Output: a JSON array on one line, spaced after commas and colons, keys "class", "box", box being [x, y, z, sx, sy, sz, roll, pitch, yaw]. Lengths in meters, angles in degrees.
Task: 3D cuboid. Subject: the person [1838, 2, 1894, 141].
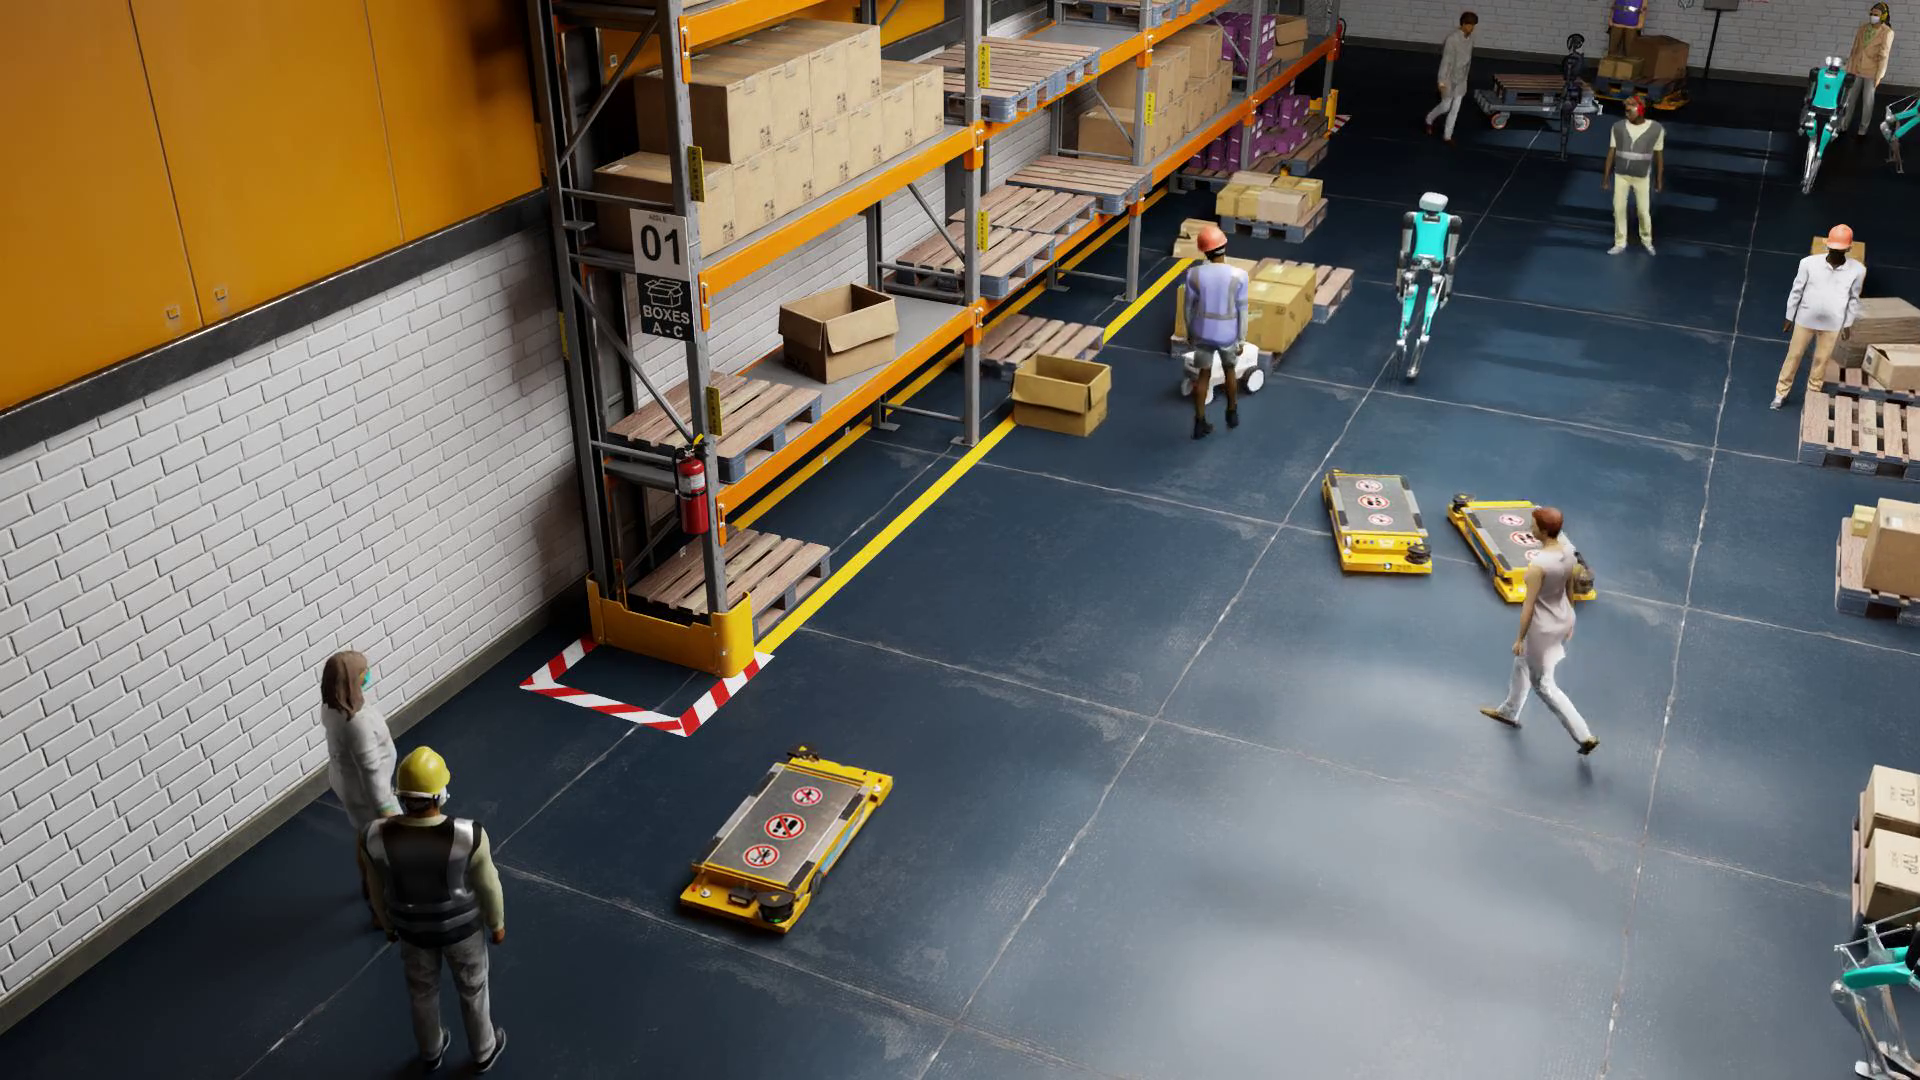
[{"class": "person", "box": [12.604, -6.512, 23.126, 0.391, 1.869, 0.554, -15, 32, -26]}]

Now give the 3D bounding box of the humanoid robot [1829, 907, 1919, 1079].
[{"class": "humanoid robot", "box": [4.477, 1.805, 7.762, 0.542, 1.728, 0.695, -19, 33, -31]}]

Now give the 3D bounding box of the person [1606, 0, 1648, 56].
[{"class": "person", "box": [10.338, -7.995, 25.802, 0.533, 1.932, 0.409, 19, 34, 31]}]

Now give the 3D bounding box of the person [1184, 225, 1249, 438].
[{"class": "person", "box": [2.238, -1.828, 14.402, 0.583, 1.890, 0.680, 10, 30, 17]}]

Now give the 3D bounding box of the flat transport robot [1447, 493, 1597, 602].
[{"class": "flat transport robot", "box": [4.252, 0.046, 12.642, 0.659, 0.231, 1.431, -1, 28, -3]}]

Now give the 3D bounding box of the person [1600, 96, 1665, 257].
[{"class": "person", "box": [7.596, -4.088, 18.696, 0.681, 1.801, 0.456, 18, 33, 30]}]

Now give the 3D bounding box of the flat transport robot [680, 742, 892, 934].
[{"class": "flat transport robot", "box": [-0.975, 1.689, 9.597, 0.659, 0.231, 1.431, 11, 30, 19]}]

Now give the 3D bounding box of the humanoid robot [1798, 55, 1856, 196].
[{"class": "humanoid robot", "box": [10.830, -5.212, 20.854, 0.543, 1.770, 0.878, 21, 35, 34]}]

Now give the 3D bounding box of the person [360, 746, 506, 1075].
[{"class": "person", "box": [-2.433, 1.772, 7.816, 0.599, 1.818, 0.403, -2, 28, -3]}]

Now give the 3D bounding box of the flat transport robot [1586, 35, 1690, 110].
[{"class": "flat transport robot", "box": [10.282, -6.788, 25.314, 1.431, 0.231, 0.659, 22, 35, 35]}]

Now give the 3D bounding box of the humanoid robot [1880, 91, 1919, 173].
[{"class": "humanoid robot", "box": [12.441, -5.681, 21.738, 0.840, 1.772, 0.538, 12, 30, 21]}]

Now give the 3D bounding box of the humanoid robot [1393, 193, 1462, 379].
[{"class": "humanoid robot", "box": [4.249, -2.249, 15.380, 0.538, 1.805, 0.791, 12, 30, 20]}]

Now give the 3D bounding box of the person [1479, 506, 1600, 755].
[{"class": "person", "box": [3.661, 0.582, 10.238, 0.442, 1.619, 0.766, -24, 37, -37]}]

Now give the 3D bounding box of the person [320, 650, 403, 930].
[{"class": "person", "box": [-3.143, 1.313, 8.832, 0.342, 1.657, 0.504, -20, 34, -32]}]

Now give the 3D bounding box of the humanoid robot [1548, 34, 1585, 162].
[{"class": "humanoid robot", "box": [8.096, -5.898, 22.166, 0.315, 1.657, 0.599, 14, 31, 24]}]

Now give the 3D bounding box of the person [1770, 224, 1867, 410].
[{"class": "person", "box": [7.649, -1.960, 14.797, 0.569, 1.749, 0.341, 12, 30, 21]}]

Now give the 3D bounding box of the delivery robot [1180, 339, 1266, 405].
[{"class": "delivery robot", "box": [2.434, -1.606, 15.424, 0.811, 0.613, 0.499, -19, 34, -31]}]

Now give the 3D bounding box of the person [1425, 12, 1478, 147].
[{"class": "person", "box": [6.768, -6.376, 22.935, 0.531, 1.802, 0.633, -13, 31, -22]}]

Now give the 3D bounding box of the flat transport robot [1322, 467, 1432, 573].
[{"class": "flat transport robot", "box": [3.251, -0.165, 13.034, 0.659, 0.231, 1.431, 2, 28, 4]}]
